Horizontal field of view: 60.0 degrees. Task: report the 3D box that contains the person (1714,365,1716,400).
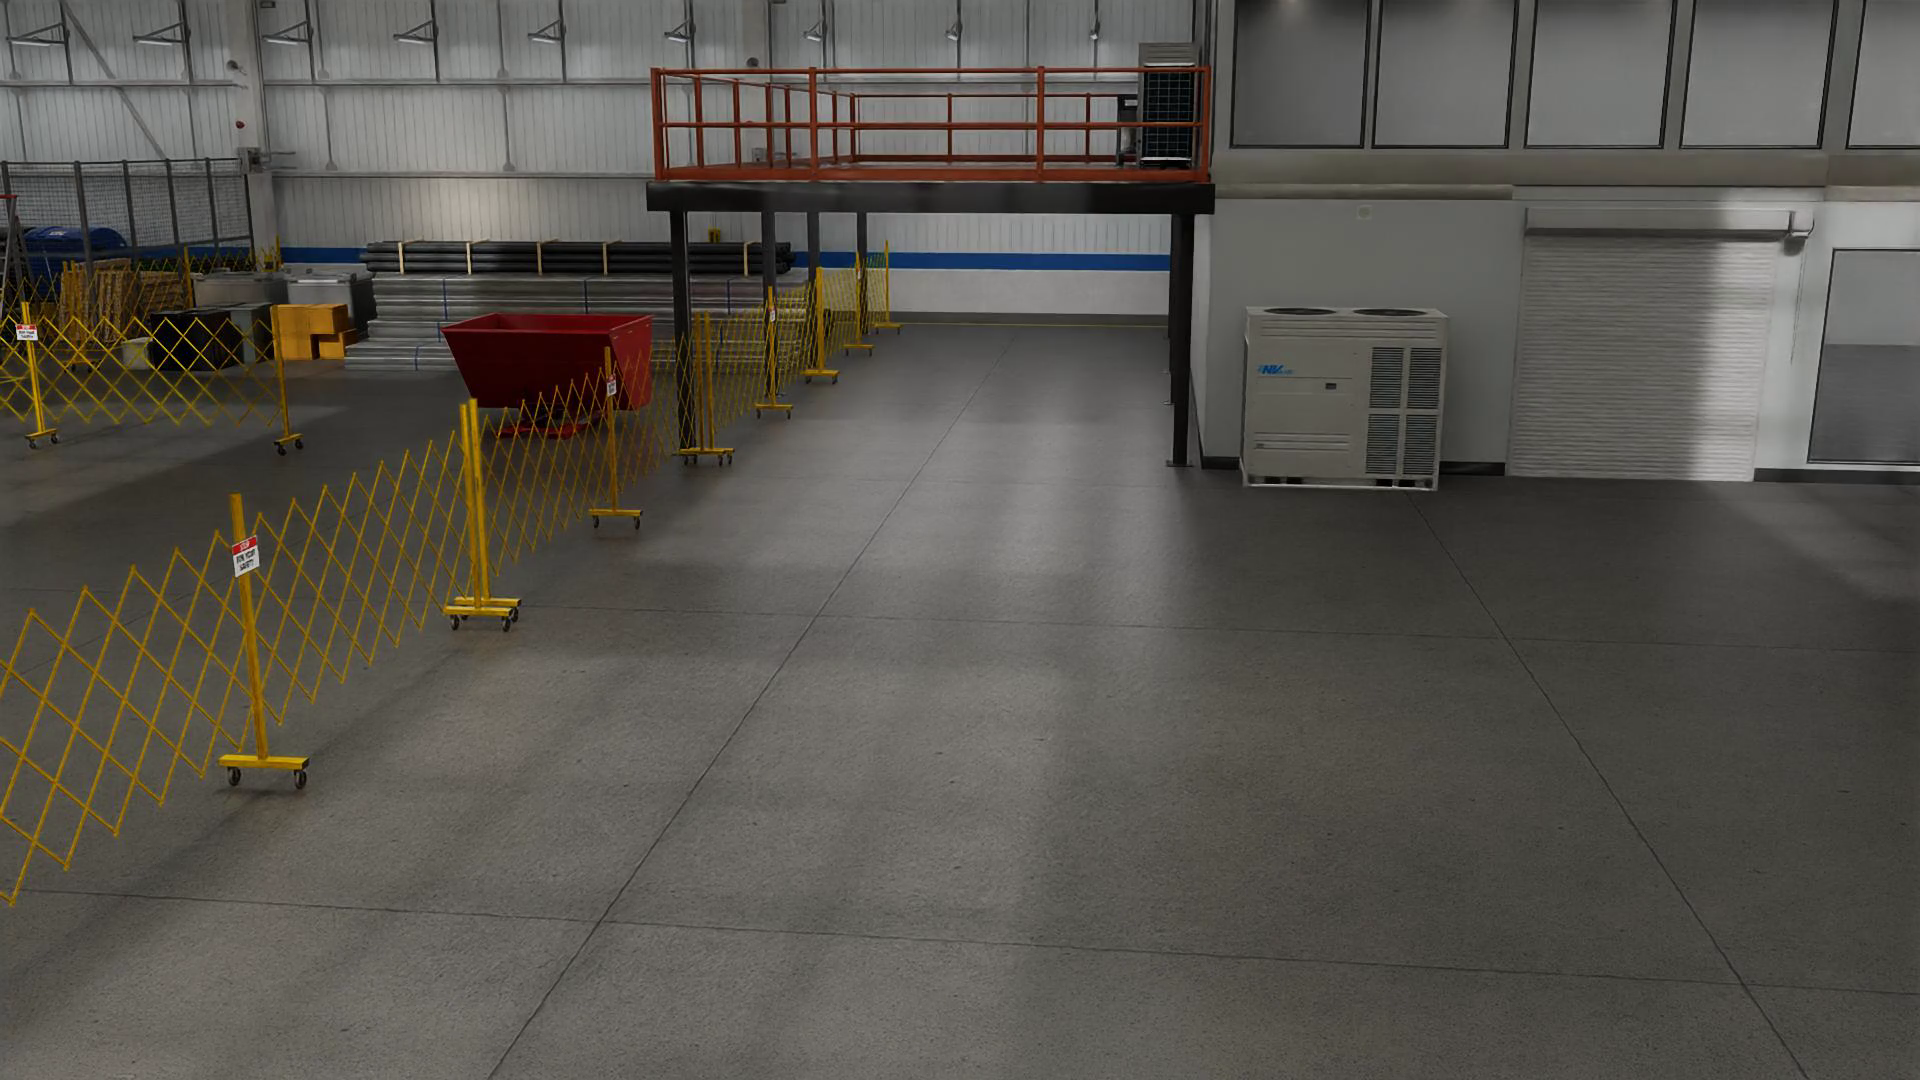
[{"bbox_3d":[8.114,-1.650,18.105,0.279,1.634,0.499,-6,15,-22],"label":"person"}]
